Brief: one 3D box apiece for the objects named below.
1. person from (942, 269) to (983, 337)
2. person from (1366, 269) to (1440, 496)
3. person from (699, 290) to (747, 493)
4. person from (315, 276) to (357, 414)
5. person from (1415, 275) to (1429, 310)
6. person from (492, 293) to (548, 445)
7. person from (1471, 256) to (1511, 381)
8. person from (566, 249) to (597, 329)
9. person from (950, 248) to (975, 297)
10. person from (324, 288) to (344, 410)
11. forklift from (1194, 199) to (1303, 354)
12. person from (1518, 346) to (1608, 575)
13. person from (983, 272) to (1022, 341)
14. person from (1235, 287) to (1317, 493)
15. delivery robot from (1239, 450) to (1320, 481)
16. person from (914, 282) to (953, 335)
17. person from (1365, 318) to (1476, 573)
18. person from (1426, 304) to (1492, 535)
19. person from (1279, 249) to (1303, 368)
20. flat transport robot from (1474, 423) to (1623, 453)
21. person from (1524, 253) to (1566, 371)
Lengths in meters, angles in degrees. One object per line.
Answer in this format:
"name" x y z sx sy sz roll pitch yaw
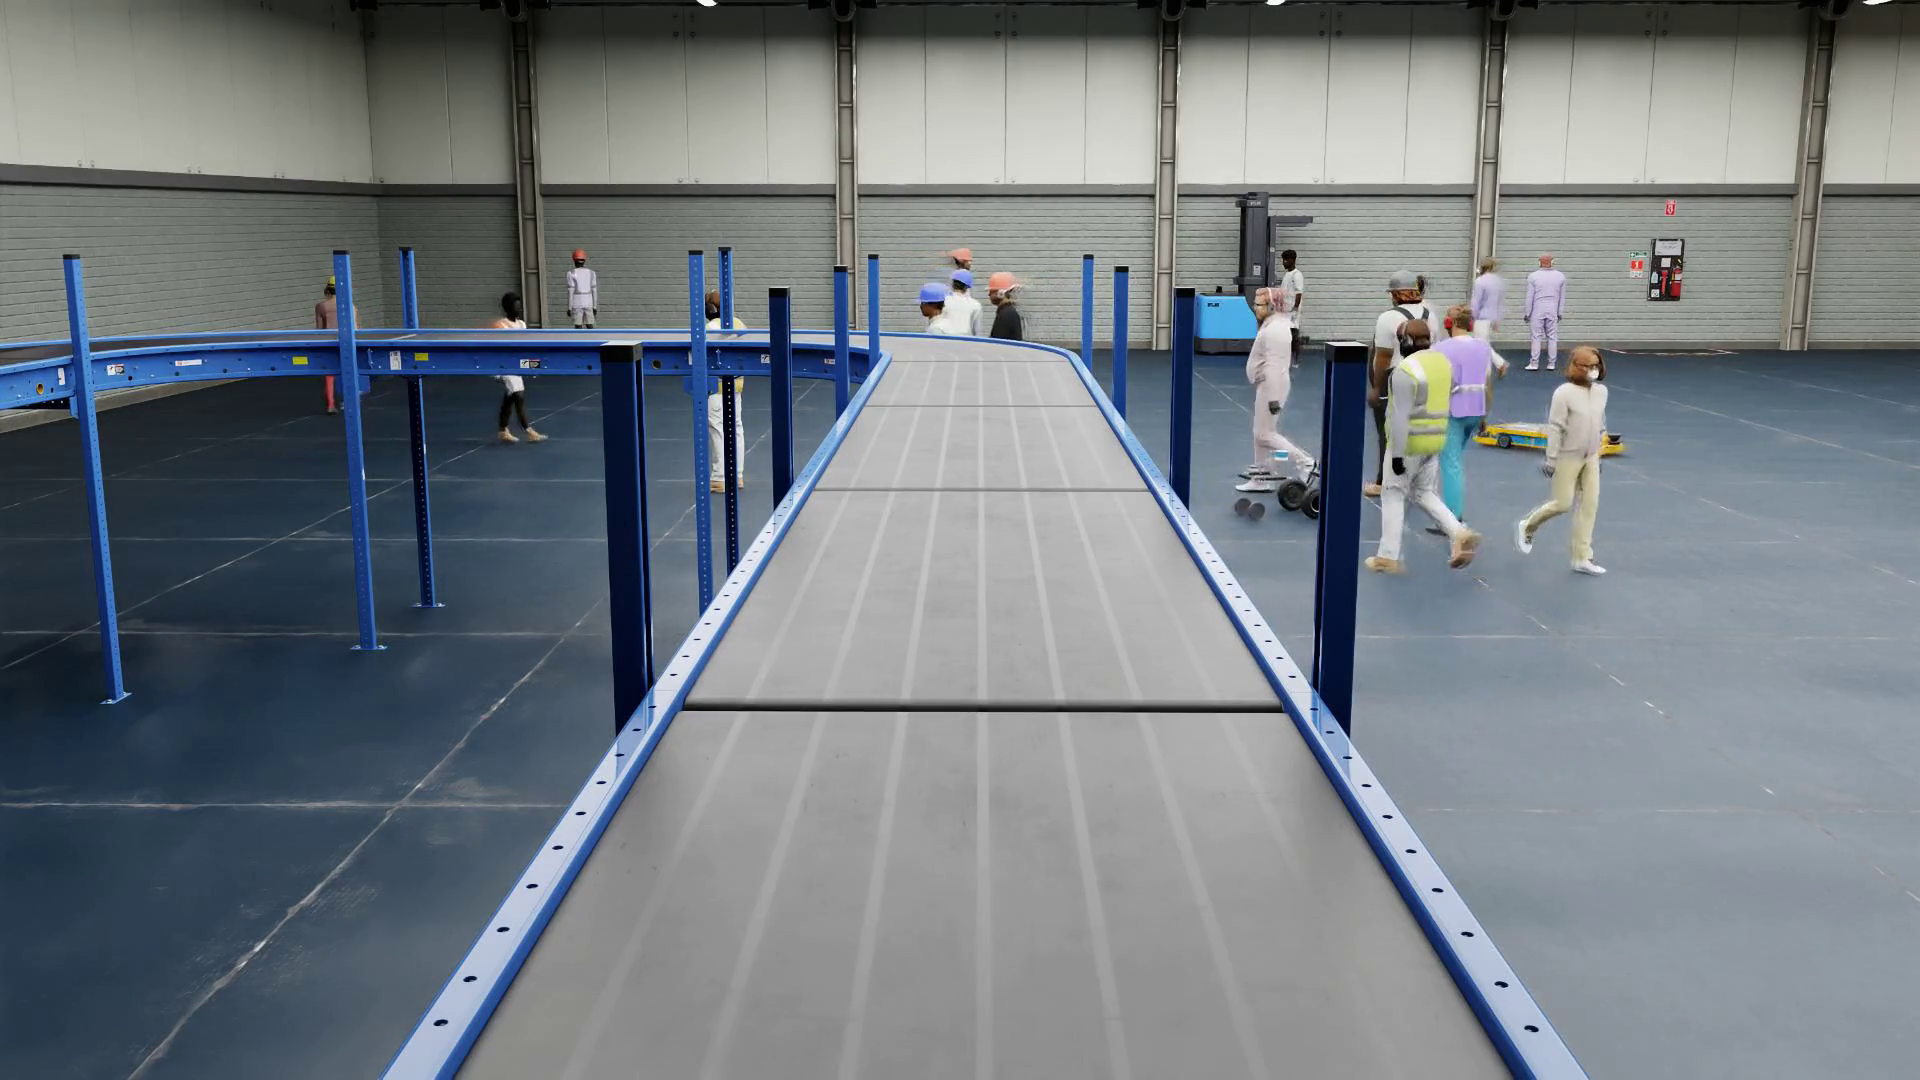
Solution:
"person" -0.123 -2.126 19.025 0.769 1.906 0.445 -2 11 -12
"person" 3.952 -1.405 15.054 0.689 2.000 0.536 -6 13 -30
"person" -2.208 -1.370 15.286 0.429 1.842 0.622 6 12 27
"person" -7.948 -2.492 21.264 0.518 1.757 0.340 0 11 -1
"person" 5.306 -2.122 19.151 0.750 1.845 0.517 6 12 28
"person" -4.816 -1.873 18.289 0.793 1.660 0.557 3 12 17
"person" 7.986 -3.322 25.125 0.750 1.921 0.642 10 15 42
"person" -6.618 -4.100 29.062 0.552 1.934 0.373 -8 14 -37
"person" -0.004 -3.397 25.197 0.533 2.031 0.639 0 11 2
"person" -8.043 -2.494 21.627 0.545 1.613 0.394 7 13 32
"forklift" 5.313 -4.851 30.603 1.873 2.768 1.129 0 11 1
"person" 4.343 -0.589 11.865 0.503 1.611 0.631 -6 12 -27
"person" 0.489 -1.682 16.567 0.817 1.967 0.622 0 11 0
"person" 2.876 -1.341 15.047 0.644 1.885 0.662 3 11 14
"delivery robot" 2.715 -0.641 14.036 0.698 0.223 0.335 -4 11 -16
"person" -0.151 -1.414 15.334 0.939 1.916 0.616 0 11 0
"person" 3.280 -0.650 11.694 0.637 1.802 0.664 -8 14 -37
"person" 3.907 -0.957 13.257 0.695 1.814 0.527 -6 13 -28
"person" 5.521 -3.875 27.851 0.381 1.958 0.603 -2 11 -9
"flat transport robot" 6.396 -1.112 18.113 0.652 0.197 1.431 -8 14 -36
"person" 9.544 -3.726 27.229 0.642 1.905 0.399 0 11 -2
